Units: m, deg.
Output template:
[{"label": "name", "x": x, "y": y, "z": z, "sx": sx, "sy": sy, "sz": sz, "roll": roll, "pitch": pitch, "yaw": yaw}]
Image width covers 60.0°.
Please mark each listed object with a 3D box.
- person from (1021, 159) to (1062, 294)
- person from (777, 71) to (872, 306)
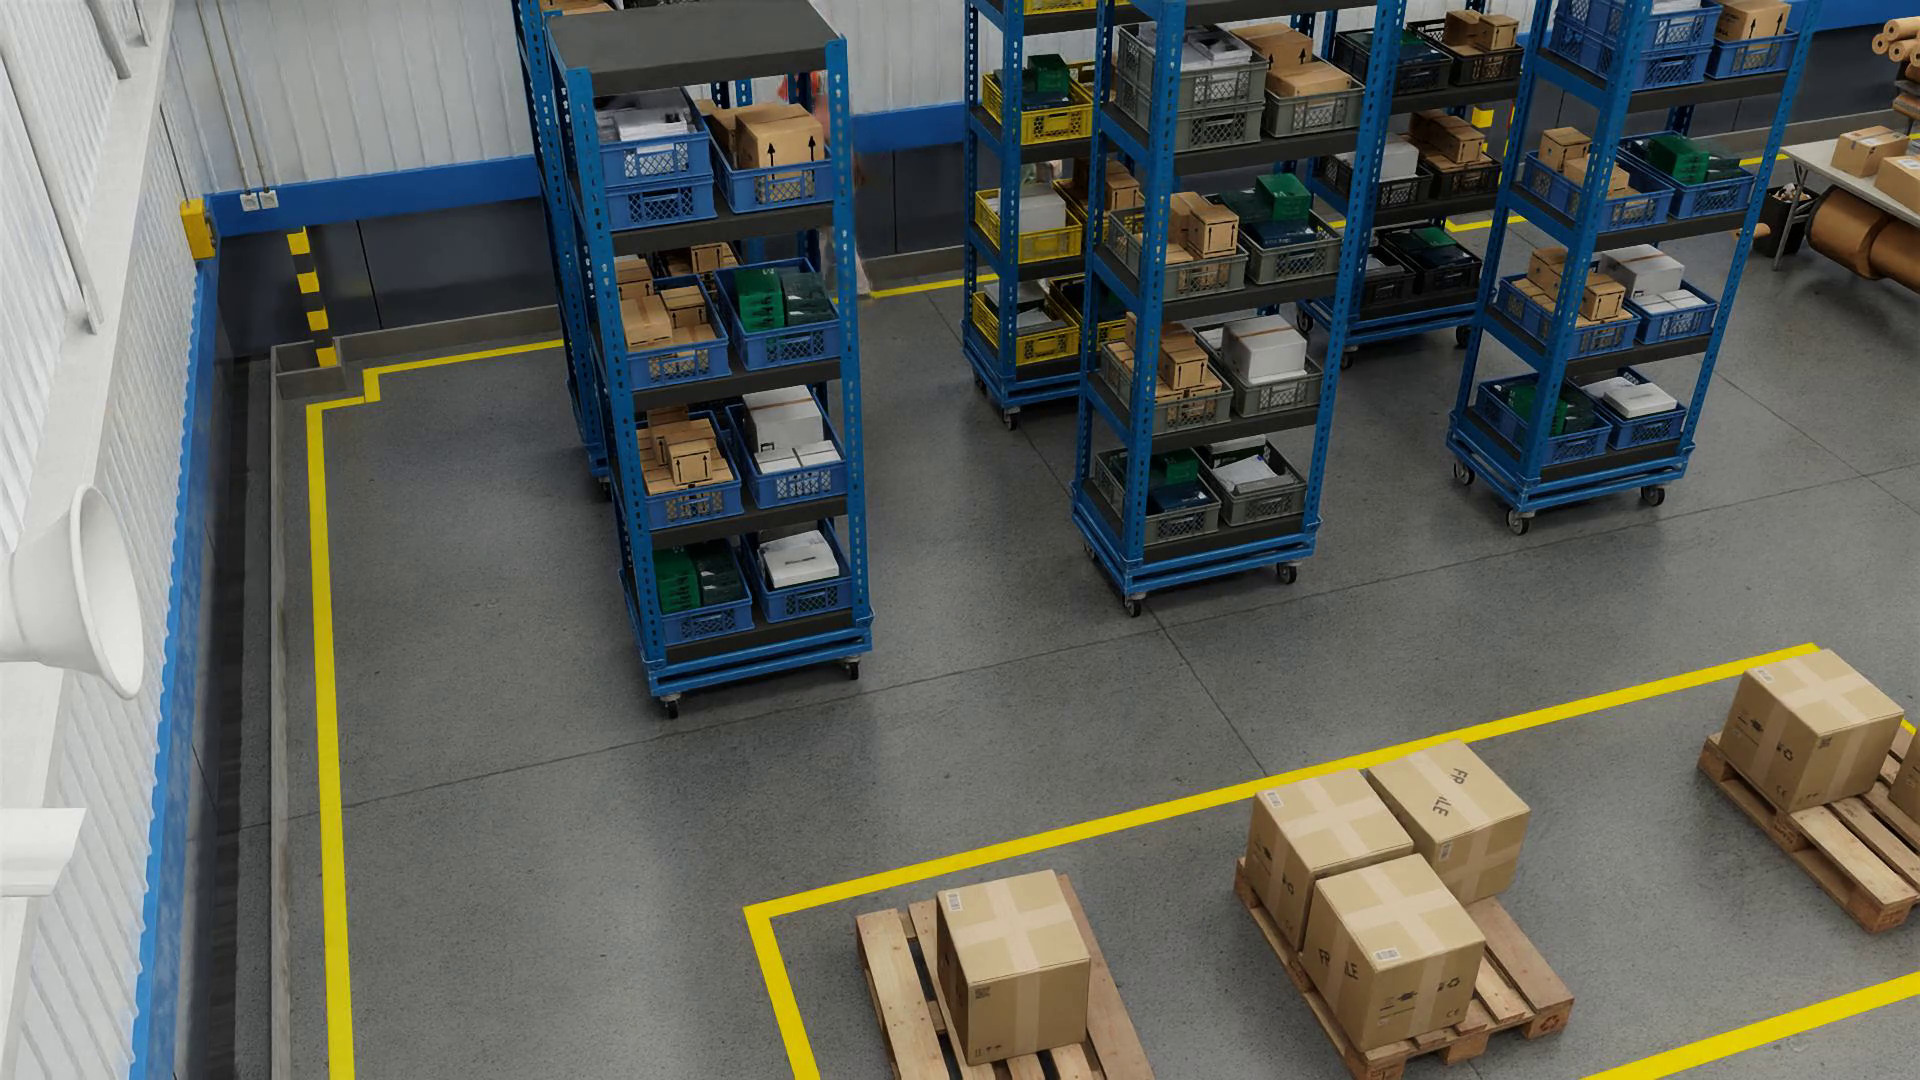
[{"label": "person", "x": 0.594, "y": -2.503, "z": 12.395, "sx": 0.305, "sy": 1.645, "sz": 0.522, "roll": 14, "pitch": 37, "yaw": 19}, {"label": "person", "x": -1.062, "y": -2.629, "z": 12.328, "sx": 0.837, "sy": 1.930, "sz": 0.688, "roll": 6, "pitch": 36, "yaw": 8}]
